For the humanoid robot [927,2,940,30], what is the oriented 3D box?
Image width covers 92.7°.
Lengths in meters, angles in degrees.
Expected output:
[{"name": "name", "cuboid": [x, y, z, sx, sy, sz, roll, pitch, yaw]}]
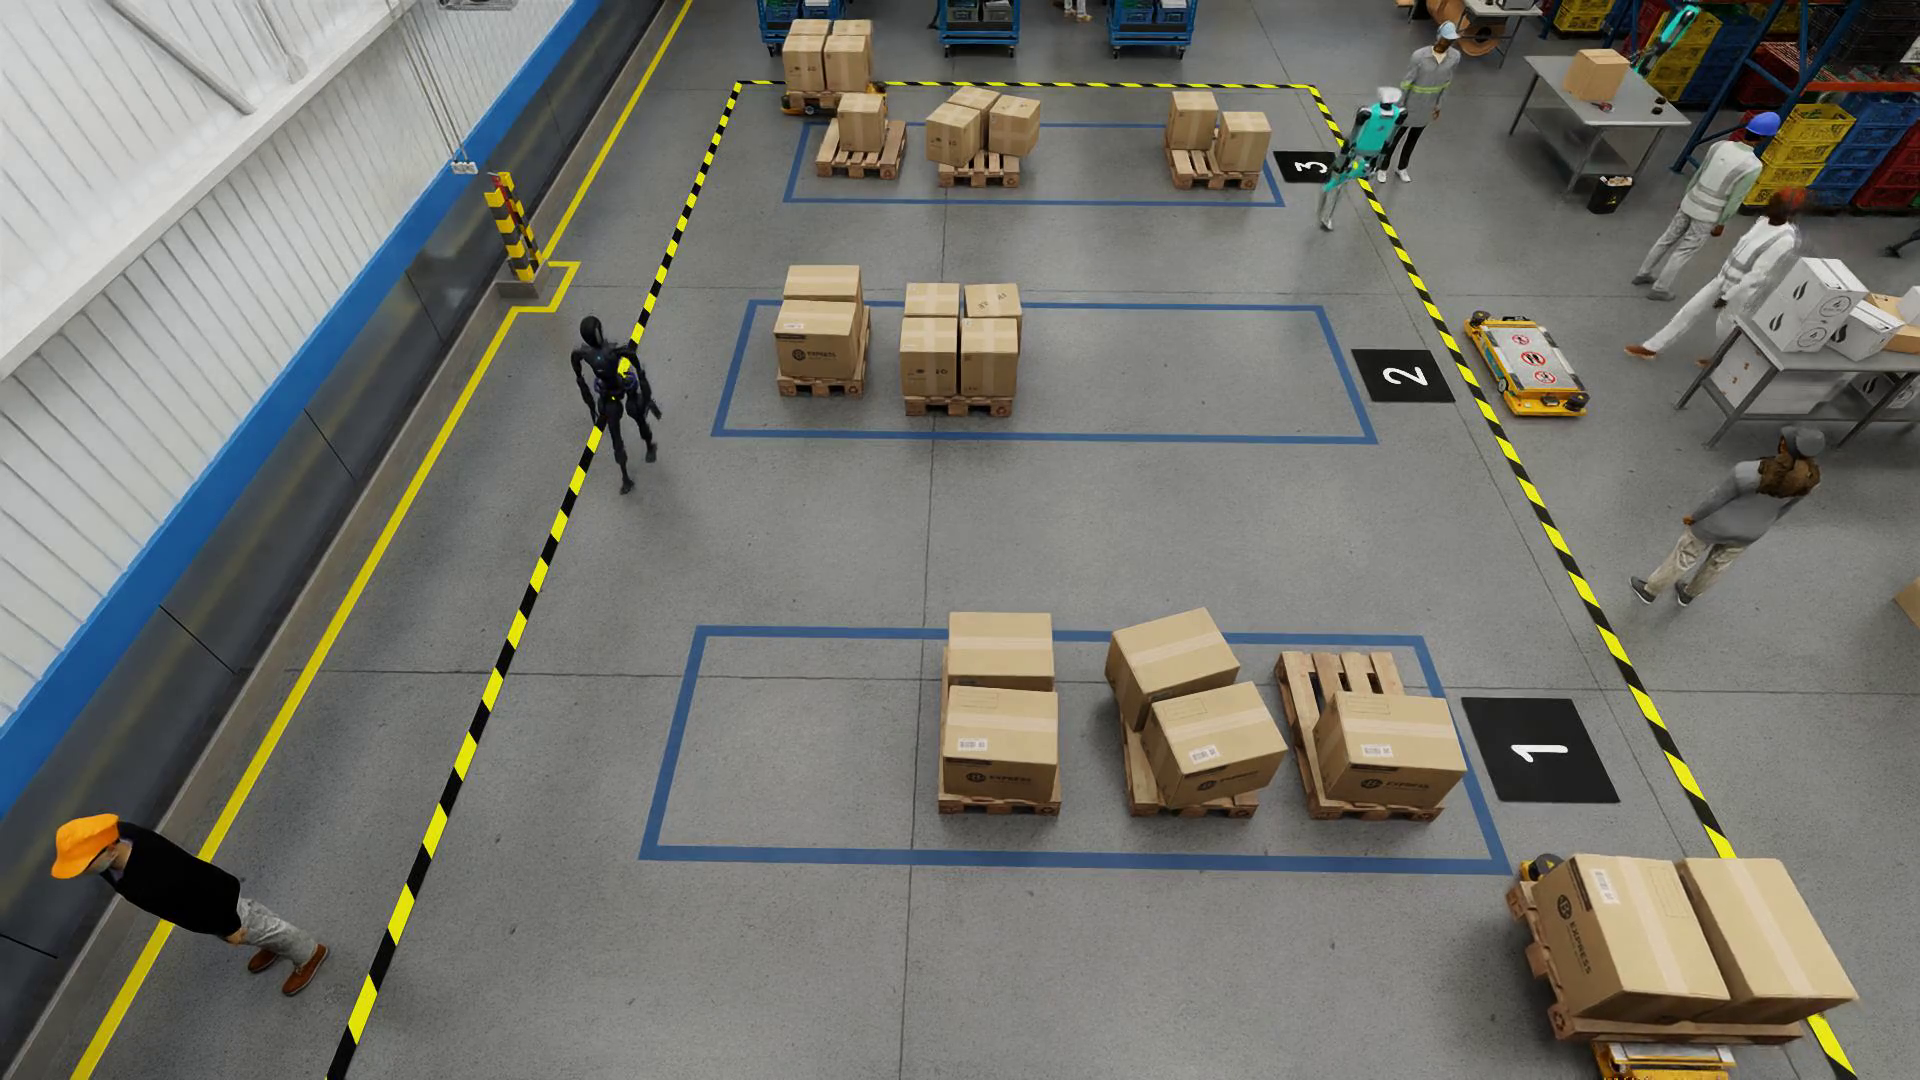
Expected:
[{"name": "humanoid robot", "cuboid": [-0.148, -8.863, 14.303, 0.770, 1.624, 0.614, 0, 49, 0]}]

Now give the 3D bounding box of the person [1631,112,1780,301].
[{"name": "person", "cuboid": [7.609, -3.378, 9.356, 0.420, 1.939, 0.605, -7, 49, -6]}]

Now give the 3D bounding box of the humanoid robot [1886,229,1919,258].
[{"name": "humanoid robot", "cuboid": [10.949, -3.724, 9.865, 0.769, 1.650, 0.600, 3, 49, 3]}]

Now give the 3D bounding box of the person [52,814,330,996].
[{"name": "person", "cuboid": [-3.990, 1.911, 4.811, 0.590, 1.883, 0.351, 21, 52, 18]}]

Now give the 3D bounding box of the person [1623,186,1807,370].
[{"name": "person", "cuboid": [7.244, -2.402, 8.573, 0.973, 1.837, 0.581, 5, 49, 4]}]

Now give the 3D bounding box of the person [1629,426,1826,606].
[{"name": "person", "cuboid": [5.592, -0.124, 6.648, 0.564, 1.769, 0.396, 6, 49, 5]}]

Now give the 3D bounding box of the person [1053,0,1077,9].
[{"name": "person", "cuboid": [1.805, -9.691, 14.818, 0.629, 1.939, 0.373, -33, 57, -25]}]

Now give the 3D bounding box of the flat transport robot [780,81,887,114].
[{"name": "flat transport robot", "cuboid": [-1.775, -6.252, 12.927, 1.431, 0.197, 0.652, 1, 49, 1]}]

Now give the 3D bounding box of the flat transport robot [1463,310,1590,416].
[{"name": "flat transport robot", "cuboid": [5.573, -1.757, 9.054, 0.659, 0.231, 1.431, 1, 49, 1]}]

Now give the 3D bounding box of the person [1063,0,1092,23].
[{"name": "person", "cuboid": [1.914, -9.222, 14.475, 0.429, 1.843, 0.632, -35, 57, -26]}]

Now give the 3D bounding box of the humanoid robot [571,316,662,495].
[{"name": "humanoid robot", "cuboid": [-2.815, -1.134, 7.603, 0.584, 1.632, 0.737, -7, 49, -6]}]

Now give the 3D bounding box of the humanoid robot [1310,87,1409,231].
[{"name": "humanoid robot", "cuboid": [4.387, -4.220, 10.259, 0.555, 1.843, 0.781, -3, 49, -3]}]

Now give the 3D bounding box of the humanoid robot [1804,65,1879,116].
[{"name": "humanoid robot", "cuboid": [11.975, -6.436, 12.153, 0.545, 1.805, 0.710, 30, 56, 24]}]

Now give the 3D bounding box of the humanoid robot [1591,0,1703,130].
[{"name": "humanoid robot", "cuboid": [8.819, -6.210, 12.003, 0.787, 1.866, 0.574, 26, 54, 21]}]

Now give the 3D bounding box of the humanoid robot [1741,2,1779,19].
[{"name": "humanoid robot", "cuboid": [13.257, -9.254, 14.632, 0.595, 1.625, 0.767, -3, 49, -3]}]

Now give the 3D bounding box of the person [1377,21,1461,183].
[{"name": "person", "cuboid": [5.515, -5.225, 11.008, 0.596, 1.852, 0.361, -2, 49, -2]}]

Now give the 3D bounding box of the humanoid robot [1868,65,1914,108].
[{"name": "humanoid robot", "cuboid": [11.736, -5.607, 11.419, 0.950, 1.732, 0.564, 17, 51, 14]}]

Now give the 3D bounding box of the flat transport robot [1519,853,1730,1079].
[{"name": "flat transport robot", "cuboid": [3.874, 2.550, 5.308, 0.652, 0.197, 1.431, 1, 49, 1]}]
